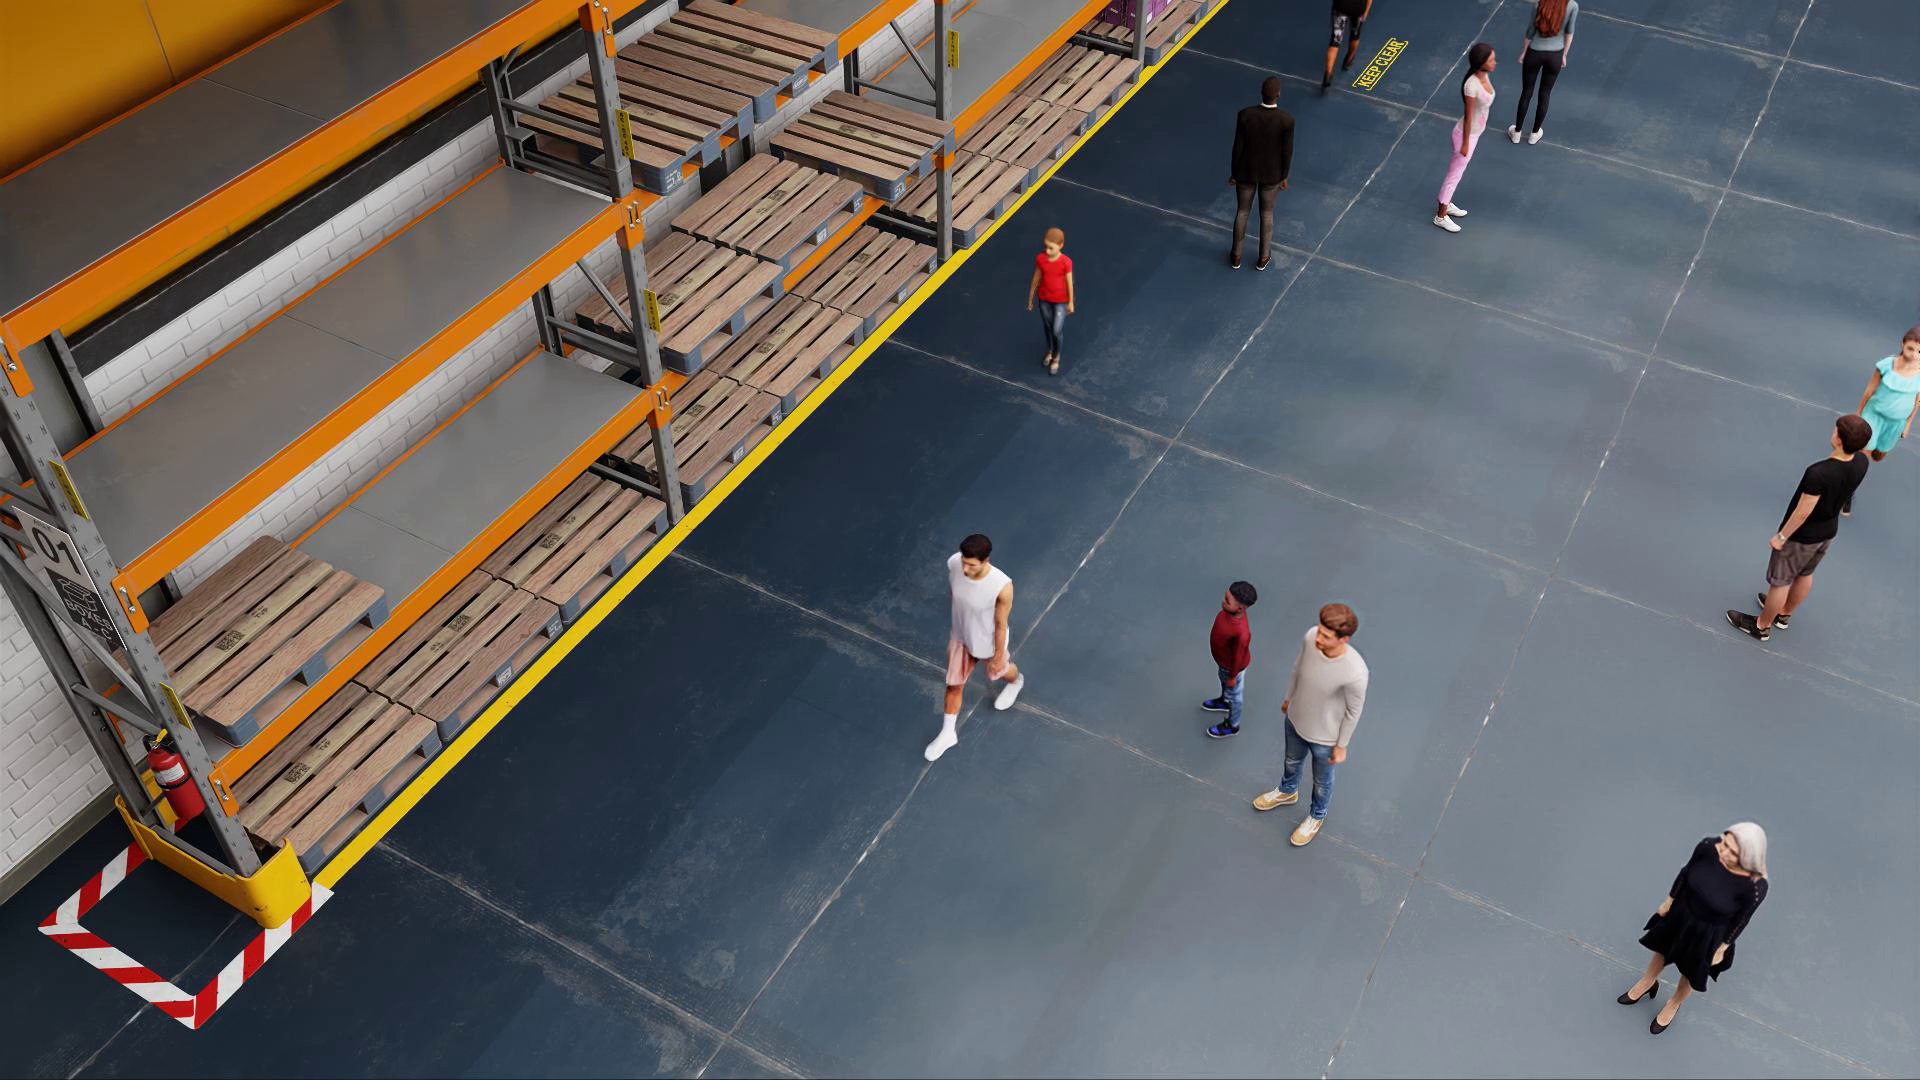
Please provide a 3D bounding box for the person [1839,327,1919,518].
[{"bbox_3d":[6.764,-0.929,12.166,0.655,1.540,0.971,15,46,15],"label":"person"}]

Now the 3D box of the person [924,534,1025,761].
[{"bbox_3d":[0.196,0.563,10.459,0.738,1.736,1.177,28,50,26],"label":"person"}]

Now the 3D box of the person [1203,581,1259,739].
[{"bbox_3d":[1.746,0.739,10.625,0.638,1.253,0.561,-4,44,-4],"label":"person"}]

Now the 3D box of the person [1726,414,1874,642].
[{"bbox_3d":[5.636,-0.071,11.033,0.729,1.861,0.832,-19,47,-19],"label":"person"}]

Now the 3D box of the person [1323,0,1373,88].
[{"bbox_3d":[3.903,-5.352,16.750,0.670,1.622,1.128,16,46,16],"label":"person"}]

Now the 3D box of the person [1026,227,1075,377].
[{"bbox_3d":[0.780,-1.989,13.454,0.532,1.300,0.560,18,47,18],"label":"person"}]

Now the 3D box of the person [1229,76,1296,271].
[{"bbox_3d":[2.575,-3.150,14.311,0.717,1.800,0.658,8,44,8],"label":"person"}]

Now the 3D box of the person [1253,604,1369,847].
[{"bbox_3d":[2.114,1.065,9.811,0.725,1.902,0.751,-25,49,-24],"label":"person"}]

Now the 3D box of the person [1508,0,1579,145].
[{"bbox_3d":[5.574,-4.614,15.888,0.641,1.742,0.608,11,45,11],"label":"person"}]

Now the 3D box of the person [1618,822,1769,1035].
[{"bbox_3d":[3.931,2.067,8.873,0.719,1.746,0.696,-23,48,-22],"label":"person"}]

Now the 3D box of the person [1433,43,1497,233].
[{"bbox_3d":[4.513,-3.609,14.834,0.641,1.741,0.476,17,46,17],"label":"person"}]
